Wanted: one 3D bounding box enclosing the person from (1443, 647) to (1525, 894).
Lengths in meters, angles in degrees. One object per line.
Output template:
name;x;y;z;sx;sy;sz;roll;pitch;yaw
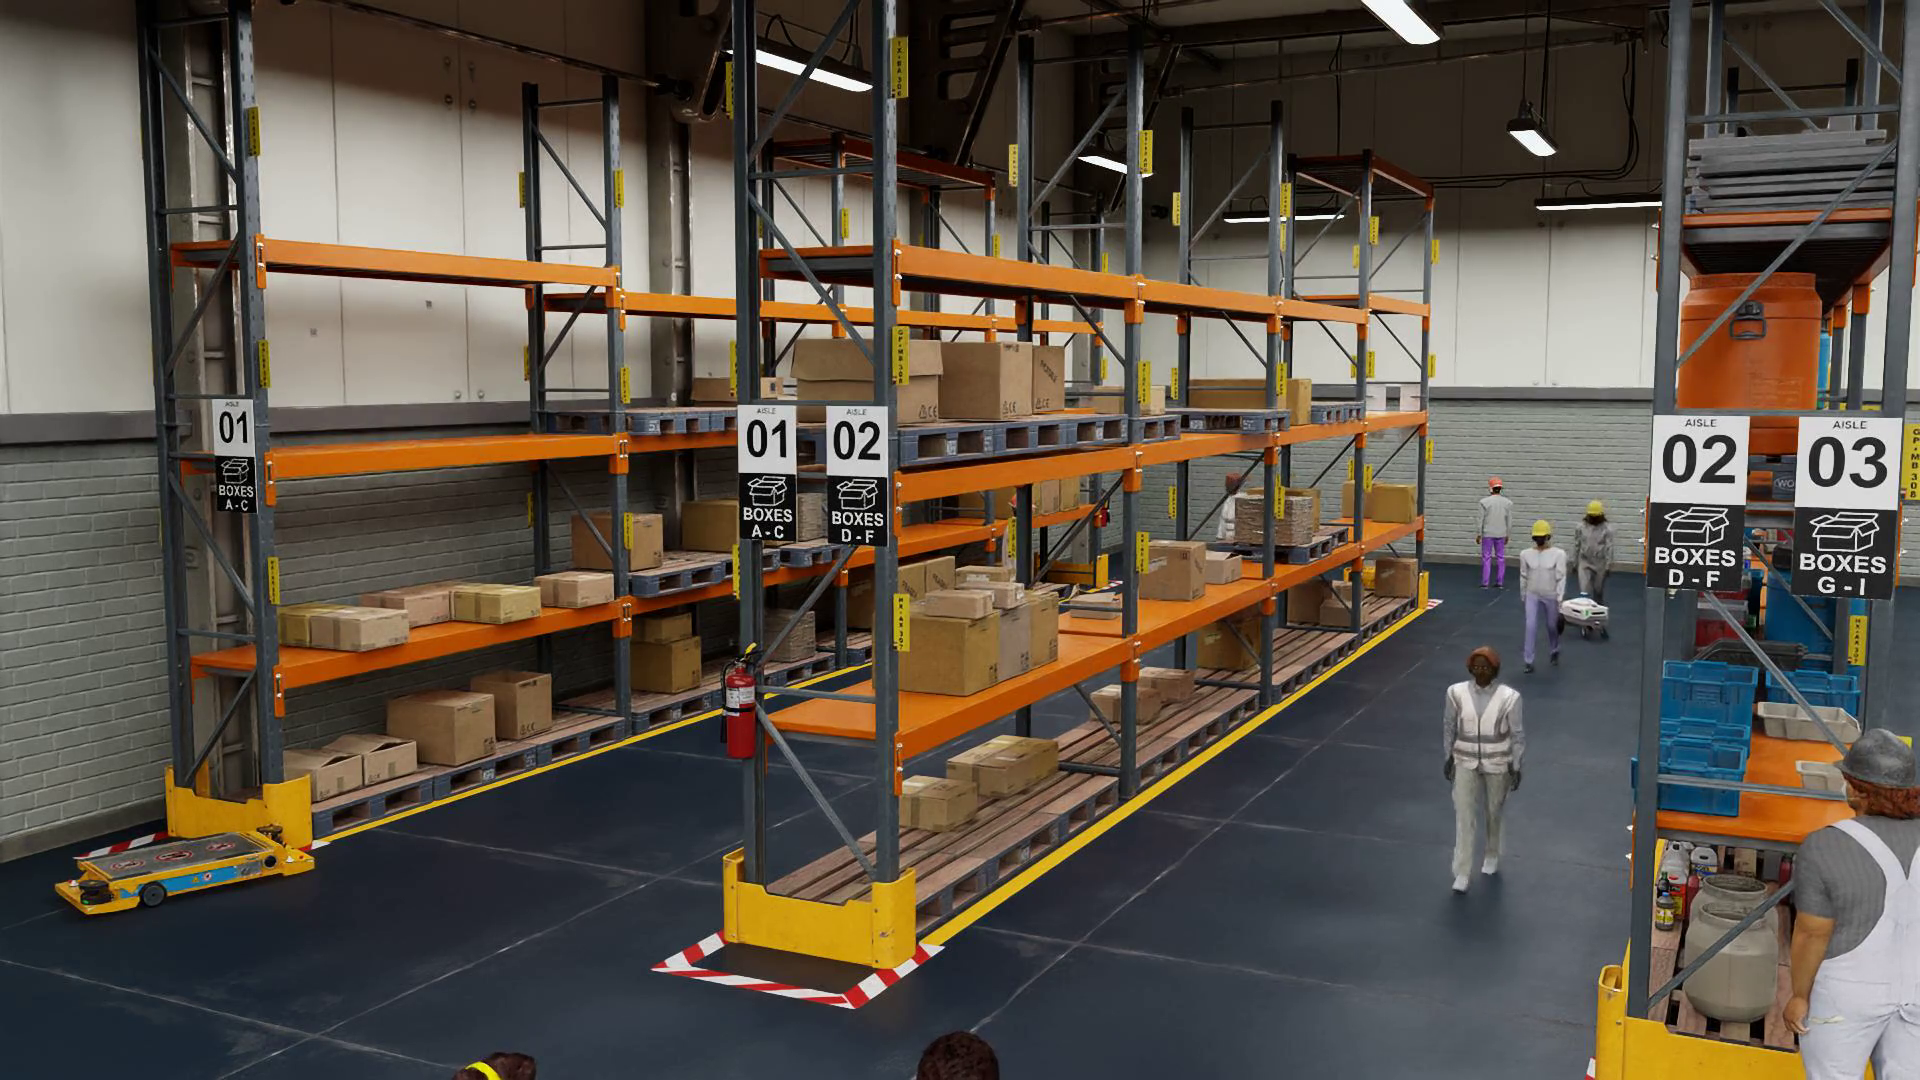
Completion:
person;3.476;1.499;11.049;0.534;1.589;0.857;3;7;26

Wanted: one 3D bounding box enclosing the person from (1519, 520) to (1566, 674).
person;6.638;0.619;18.927;0.518;1.736;0.824;3;7;27

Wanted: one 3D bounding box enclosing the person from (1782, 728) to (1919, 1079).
person;3.561;1.741;6.554;0.689;2.000;0.539;0;6;-1

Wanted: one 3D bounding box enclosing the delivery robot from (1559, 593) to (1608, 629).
delivery robot;7.974;0.916;21.280;0.477;0.478;0.707;-1;6;-11

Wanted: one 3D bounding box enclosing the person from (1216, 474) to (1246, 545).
person;4.035;-0.057;24.887;0.641;1.859;0.600;-3;6;-24

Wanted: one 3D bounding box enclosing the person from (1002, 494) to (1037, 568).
person;0.697;0.427;19.607;0.407;1.986;0.618;0;6;1

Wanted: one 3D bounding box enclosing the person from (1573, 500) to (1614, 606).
person;8.426;0.306;22.120;0.496;1.708;0.819;3;6;25

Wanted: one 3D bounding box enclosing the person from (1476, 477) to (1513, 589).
person;8.334;-0.108;25.983;0.568;1.745;0.341;-1;6;-9

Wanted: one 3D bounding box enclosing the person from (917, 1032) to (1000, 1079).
person;-0.001;2.082;3.828;0.587;1.920;0.390;0;6;2

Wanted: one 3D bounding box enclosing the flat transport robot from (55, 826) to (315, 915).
flat transport robot;-5.105;2.161;10.988;1.431;0.197;0.652;-6;8;-43

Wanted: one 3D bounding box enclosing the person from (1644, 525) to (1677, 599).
person;10.502;0.003;24.831;0.563;1.752;0.327;1;6;8

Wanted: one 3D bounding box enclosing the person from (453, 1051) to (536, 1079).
person;-1.044;2.101;3.860;0.328;1.877;0.513;-3;7;-29
